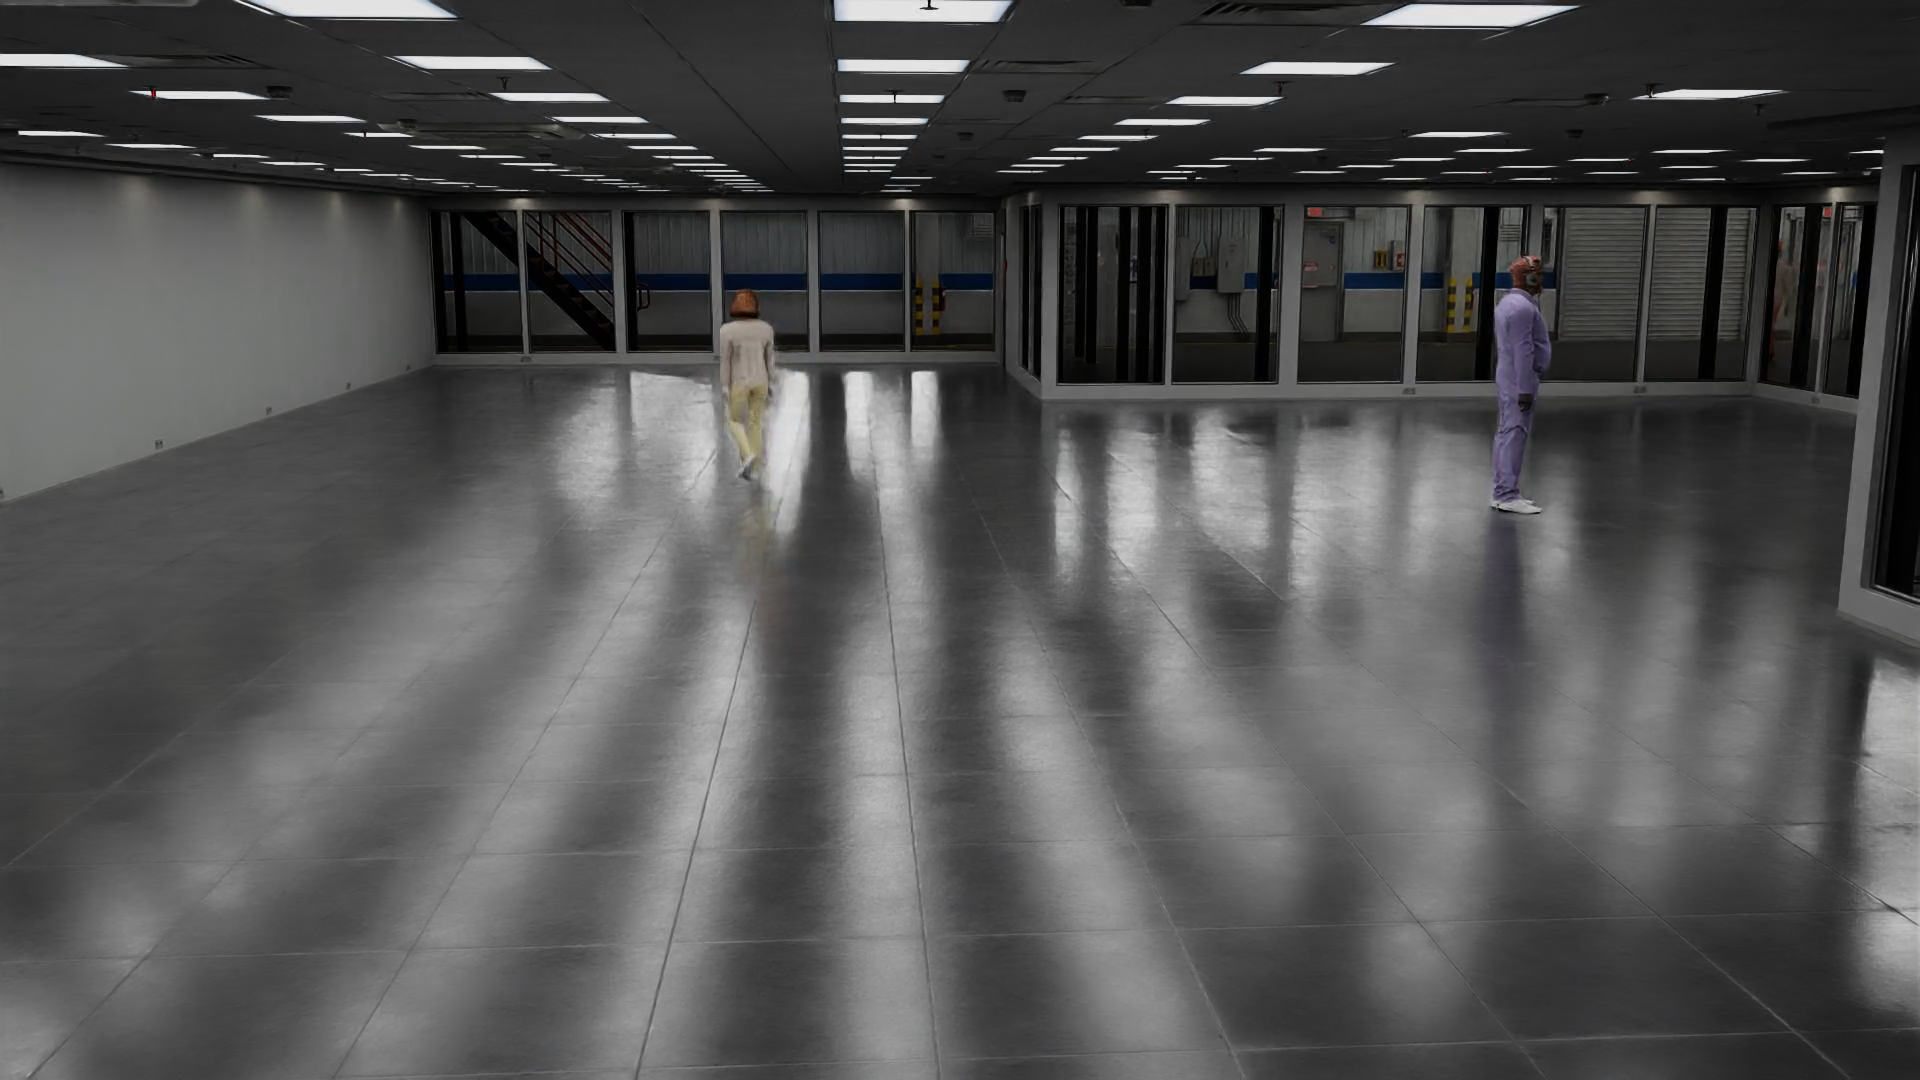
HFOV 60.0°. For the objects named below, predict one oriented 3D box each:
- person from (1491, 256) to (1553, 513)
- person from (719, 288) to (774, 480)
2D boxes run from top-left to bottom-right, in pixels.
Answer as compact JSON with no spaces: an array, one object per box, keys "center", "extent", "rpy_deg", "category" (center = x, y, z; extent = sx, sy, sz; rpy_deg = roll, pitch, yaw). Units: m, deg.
[{"center":[4.200,-1.153,12.474],"extent":[0.437,1.919,0.685],"rpy_deg":[2,11,9],"category":"person"},{"center":[-1.773,-1.288,13.914],"extent":[0.505,1.618,0.394],"rpy_deg":[-5,12,-27],"category":"person"}]
